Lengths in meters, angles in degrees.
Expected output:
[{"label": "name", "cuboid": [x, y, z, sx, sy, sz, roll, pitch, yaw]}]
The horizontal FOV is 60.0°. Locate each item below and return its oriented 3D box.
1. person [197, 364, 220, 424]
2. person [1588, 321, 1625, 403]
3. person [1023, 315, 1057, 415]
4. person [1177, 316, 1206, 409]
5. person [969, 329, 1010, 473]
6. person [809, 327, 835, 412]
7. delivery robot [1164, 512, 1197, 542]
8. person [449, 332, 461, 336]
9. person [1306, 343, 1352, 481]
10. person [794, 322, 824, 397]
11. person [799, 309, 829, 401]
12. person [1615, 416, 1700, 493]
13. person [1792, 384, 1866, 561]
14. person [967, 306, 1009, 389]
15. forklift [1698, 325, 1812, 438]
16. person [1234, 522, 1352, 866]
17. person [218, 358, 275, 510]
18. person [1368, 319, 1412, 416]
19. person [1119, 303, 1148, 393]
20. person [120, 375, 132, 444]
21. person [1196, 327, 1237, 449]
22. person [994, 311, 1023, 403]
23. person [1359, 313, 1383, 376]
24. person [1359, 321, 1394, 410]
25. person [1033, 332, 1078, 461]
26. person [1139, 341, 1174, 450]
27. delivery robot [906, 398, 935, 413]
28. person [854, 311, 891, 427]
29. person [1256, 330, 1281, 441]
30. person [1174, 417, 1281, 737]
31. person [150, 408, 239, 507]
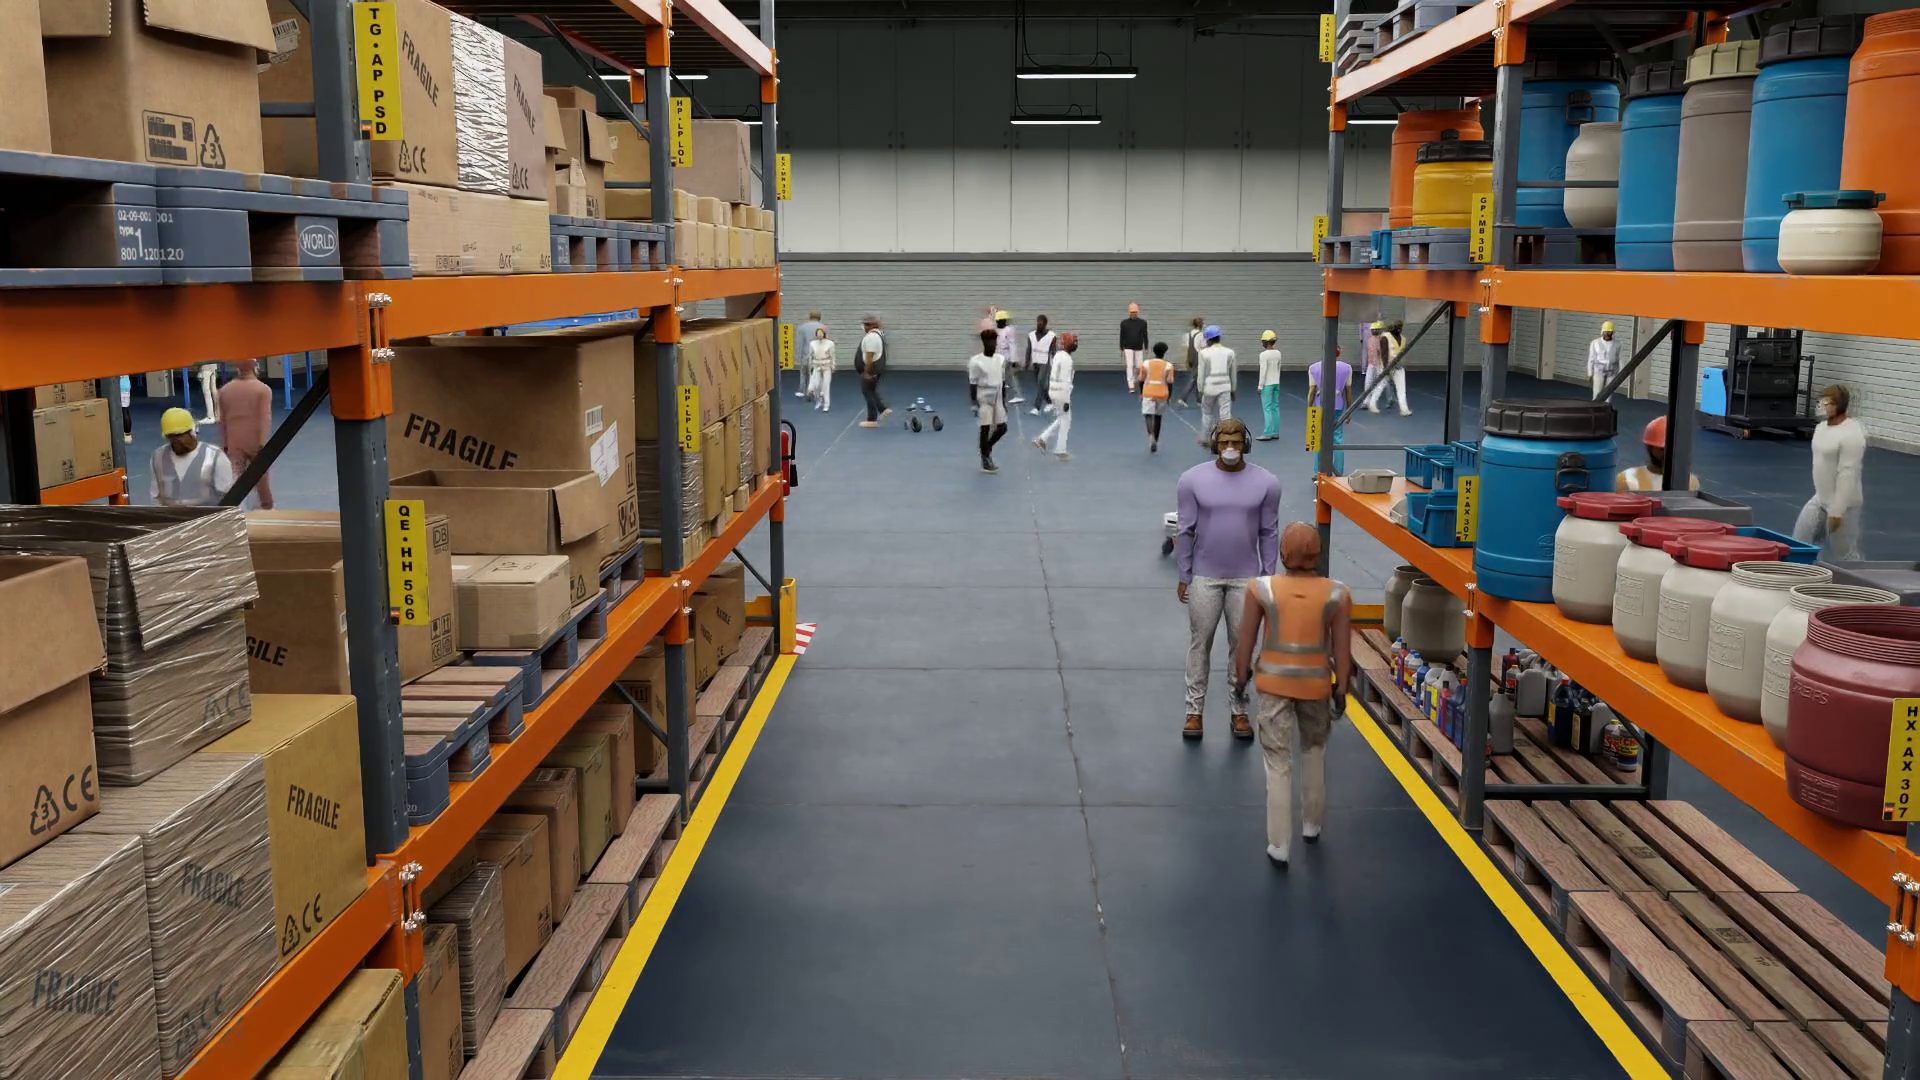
[{"label": "person", "cuboid": [-13.420, -3.008, 29.631, 0.319, 1.858, 0.516, 1, 10, 7]}, {"label": "person", "cuboid": [11.508, -2.978, 29.591, 0.597, 1.810, 0.679, 3, 10, 15]}, {"label": "person", "cuboid": [1.569, -3.344, 31.576, 0.594, 1.879, 0.970, 7, 12, 36]}, {"label": "person", "cuboid": [4.605, -3.490, 32.659, 0.931, 1.813, 0.519, -6, 11, -32]}, {"label": "person", "cuboid": [0.401, -1.898, 22.655, 0.629, 1.955, 0.428, -8, 12, -39]}, {"label": "person", "cuboid": [-2.648, -3.274, 31.911, 0.524, 1.625, 0.370, 1, 10, 9]}, {"label": "delivery robot", "cuboid": [2.342, -0.181, 16.418, 0.707, 0.478, 0.477, -9, 13, -41]}, {"label": "person", "cuboid": [-7.181, -2.038, 23.792, 0.528, 1.860, 0.313, -8, 13, -41]}, {"label": "person", "cuboid": [4.816, -1.680, 21.692, 0.571, 1.843, 0.373, 0, 9, 2]}, {"label": "person", "cuboid": [-3.178, -3.821, 35.270, 0.511, 1.593, 0.865, -9, 13, -44]}, {"label": "person", "cuboid": [-3.046, -3.846, 34.576, 0.642, 1.892, 1.016, 2, 10, 14]}, {"label": "person", "cuboid": [4.438, 0.153, 10.598, 0.565, 1.883, 0.984, 0, 9, -3]}, {"label": "person", "cuboid": [6.729, -0.264, 13.036, 0.867, 1.902, 0.648, 0, 9, 0]}, {"label": "person", "cuboid": [0.631, -4.397, 37.887, 0.896, 1.880, 0.638, -2, 10, -9]}, {"label": "forklift", "cuboid": [13.248, -3.165, 27.620, 1.129, 2.768, 1.873, 0, 9, 1]}, {"label": "person", "cuboid": [1.594, 0.716, 8.035, 0.535, 1.615, 0.667, 1, 9, 3]}, {"label": "person", "cuboid": [-7.855, -1.088, 18.233, 0.647, 1.832, 1.044, 0, 9, 3]}, {"label": "person", "cuboid": [8.108, -3.252, 31.278, 0.618, 1.803, 0.989, -5, 11, -26]}, {"label": "person", "cuboid": [3.811, -4.238, 36.622, 0.630, 1.972, 0.622, 0, 9, -1]}, {"label": "person", "cuboid": [-13.266, -2.366, 26.245, 0.318, 1.697, 0.533, -3, 10, -19]}, {"label": "person", "cuboid": [3.838, -2.258, 25.015, 0.660, 1.877, 0.985, -2, 10, -9]}, {"label": "person", "cuboid": [0.851, -3.692, 33.677, 1.002, 1.869, 0.610, -3, 10, -17]}, {"label": "person", "cuboid": [10.430, -5.123, 42.129, 0.638, 1.910, 0.407, 8, 12, 40]}, {"label": "person", "cuboid": [8.189, -3.428, 32.493, 0.861, 1.731, 0.523, -8, 12, -39]}, {"label": "person", "cuboid": [1.423, -2.077, 24.023, 0.544, 1.858, 0.590, -3, 10, -15]}, {"label": "person", "cuboid": [2.967, -2.167, 25.136, 0.533, 1.667, 0.739, 0, 9, 3]}, {"label": "delivery robot", "cuboid": [-0.669, -2.312, 28.405, 0.335, 0.223, 0.698, -5, 11, -30]}, {"label": "person", "cuboid": [-1.576, -2.969, 28.959, 0.540, 2.000, 0.701, 1, 10, 8]}, {"label": "person", "cuboid": [4.954, -2.484, 26.743, 0.527, 1.768, 0.331, -9, 13, -44]}, {"label": "person", "cuboid": [1.603, 0.224, 10.010, 0.627, 1.940, 0.376, 1, 10, 4]}, {"label": "person", "cuboid": [-5.712, -0.094, 12.374, 0.693, 1.773, 0.854, 0, 9, -3]}]
